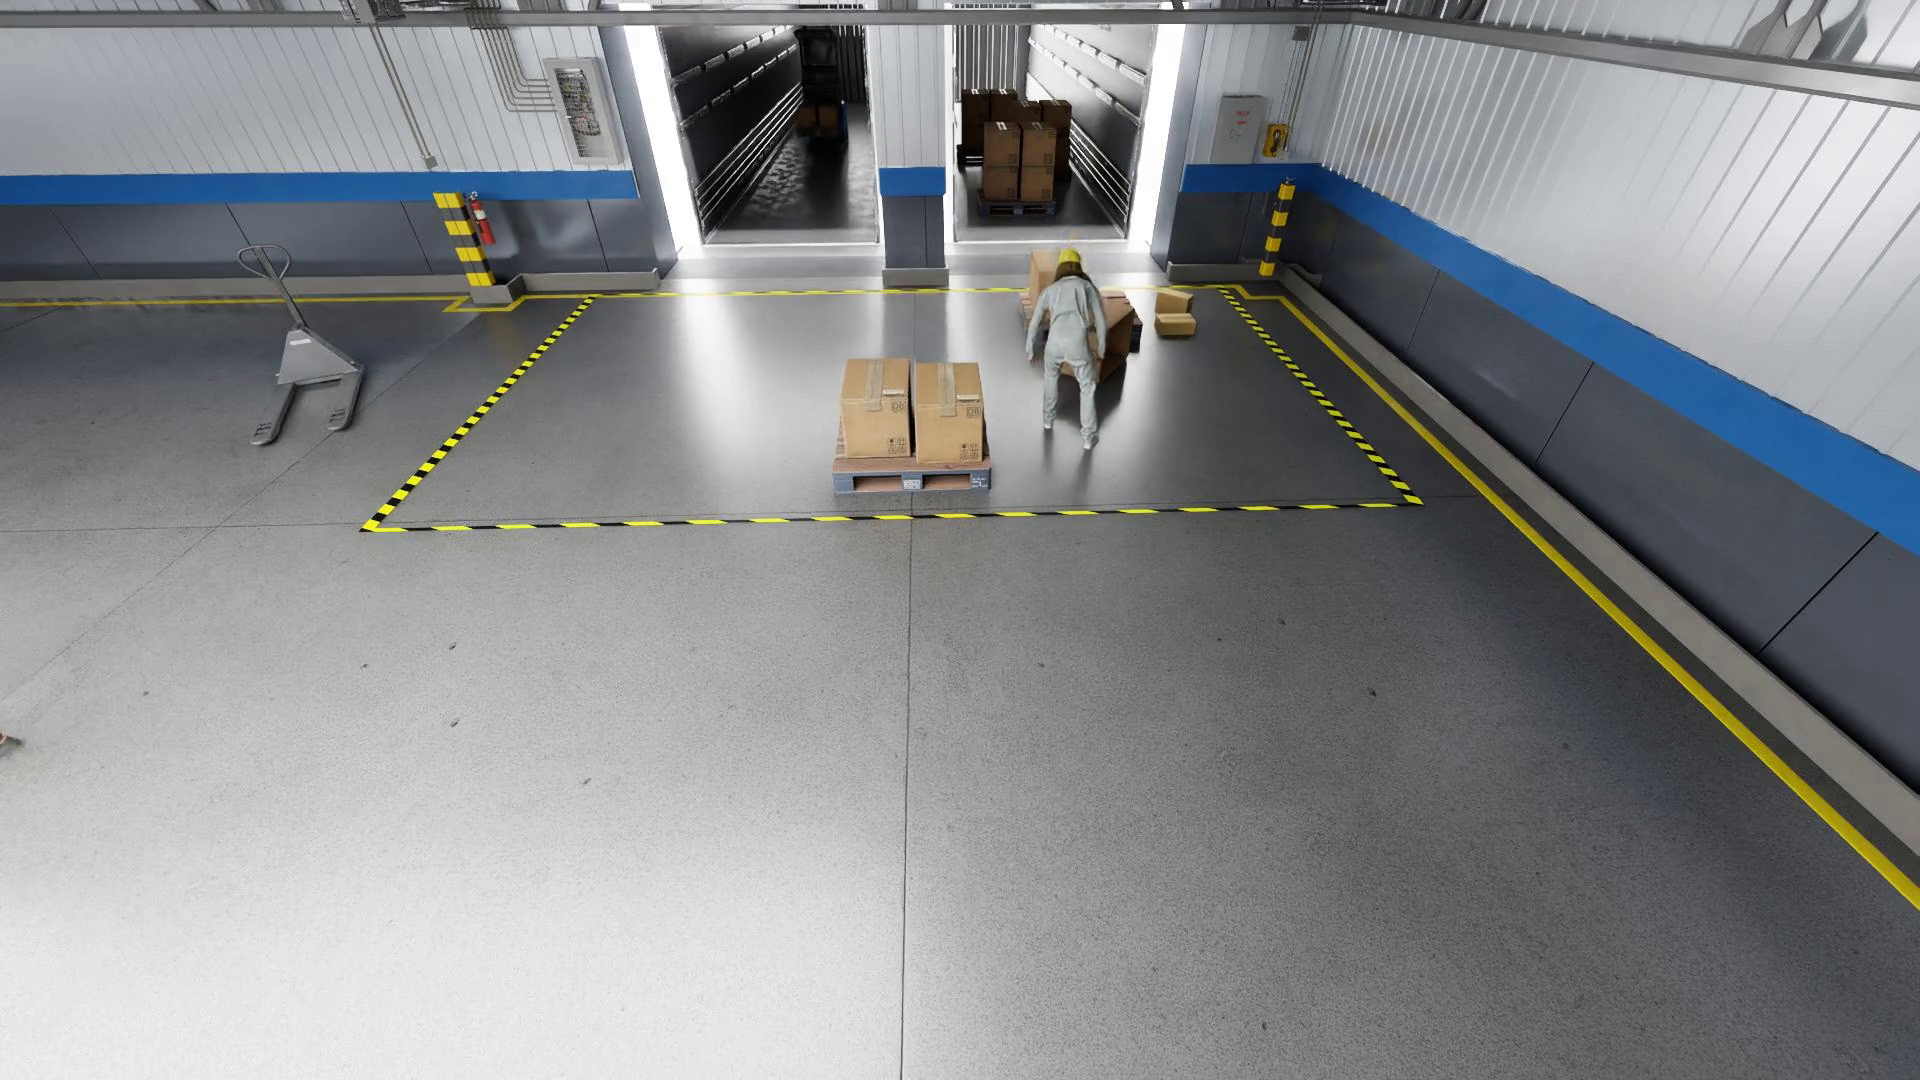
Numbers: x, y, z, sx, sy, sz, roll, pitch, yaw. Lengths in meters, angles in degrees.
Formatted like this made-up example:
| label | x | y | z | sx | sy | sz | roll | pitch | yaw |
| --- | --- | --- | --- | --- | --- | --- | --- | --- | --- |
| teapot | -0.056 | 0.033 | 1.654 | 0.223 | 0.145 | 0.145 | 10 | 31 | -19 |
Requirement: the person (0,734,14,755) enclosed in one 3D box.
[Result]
| label | x | y | z | sx | sy | sz | roll | pitch | yaw |
| --- | --- | --- | --- | --- | --- | --- | --- | --- | --- |
| person | -4.994 | 0.624 | 2.866 | 0.593 | 1.895 | 0.954 | 15 | 41 | 18 |

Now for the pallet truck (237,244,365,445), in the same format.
| label | x | y | z | sx | sy | sz | roll | pitch | yaw |
| --- | --- | --- | --- | --- | --- | --- | --- | --- | --- |
| pallet truck | -5.915 | -1.733 | 6.366 | 0.680 | 1.201 | 1.601 | -18 | 42 | -21 |

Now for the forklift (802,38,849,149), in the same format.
| label | x | y | z | sx | sy | sz | roll | pitch | yaw |
| --- | --- | --- | --- | --- | --- | --- | --- | --- | --- |
| forklift | -2.864 | -9.593 | 15.626 | 0.716 | 2.013 | 0.776 | 0 | 38 | 0 |

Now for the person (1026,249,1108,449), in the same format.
| label | x | y | z | sx | sy | sz | roll | pitch | yaw |
| --- | --- | --- | --- | --- | --- | --- | --- | --- | --- |
| person | 0.920 | -1.573 | 6.042 | 0.735 | 1.405 | 0.746 | 16 | 41 | 19 |
